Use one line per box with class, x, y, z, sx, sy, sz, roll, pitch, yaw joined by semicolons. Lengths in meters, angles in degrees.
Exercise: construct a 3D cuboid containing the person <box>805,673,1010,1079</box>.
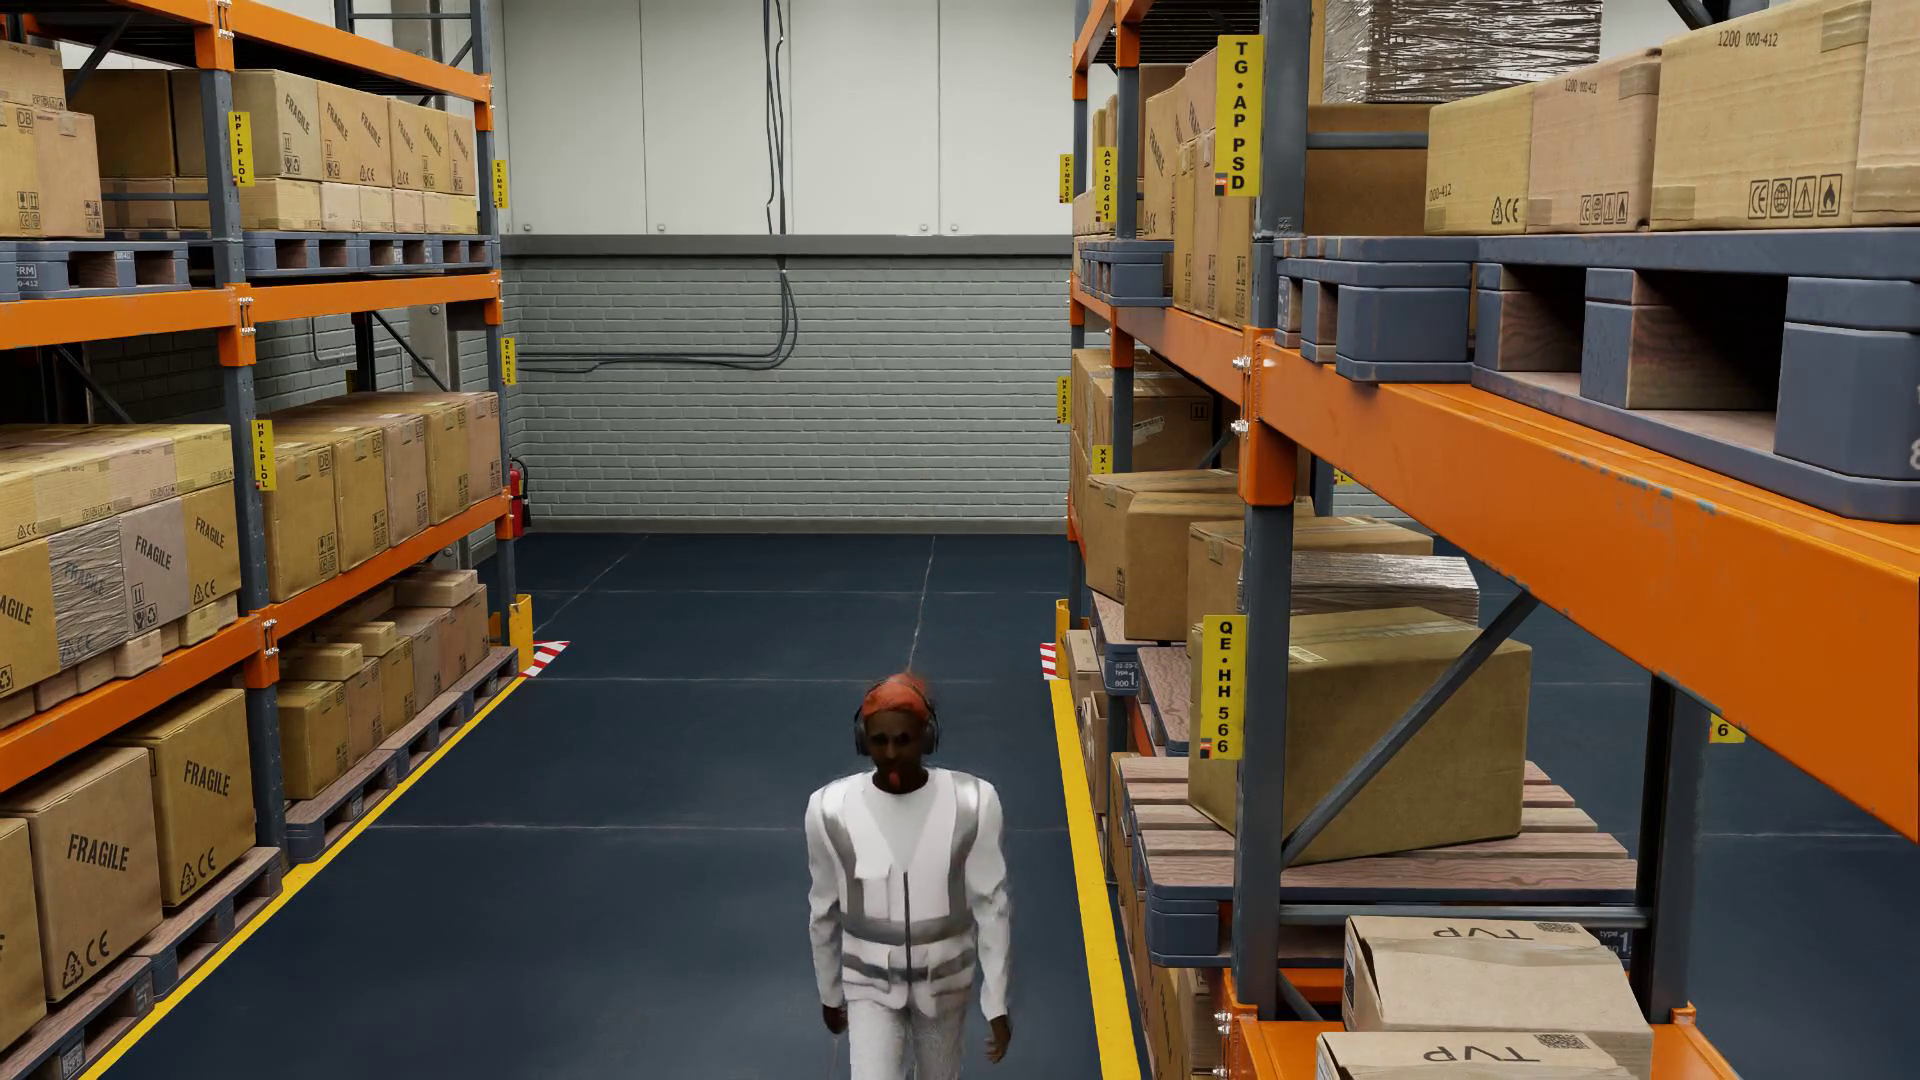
person;-0.152;1.271;4.849;0.578;1.843;0.975;-1;10;-3
